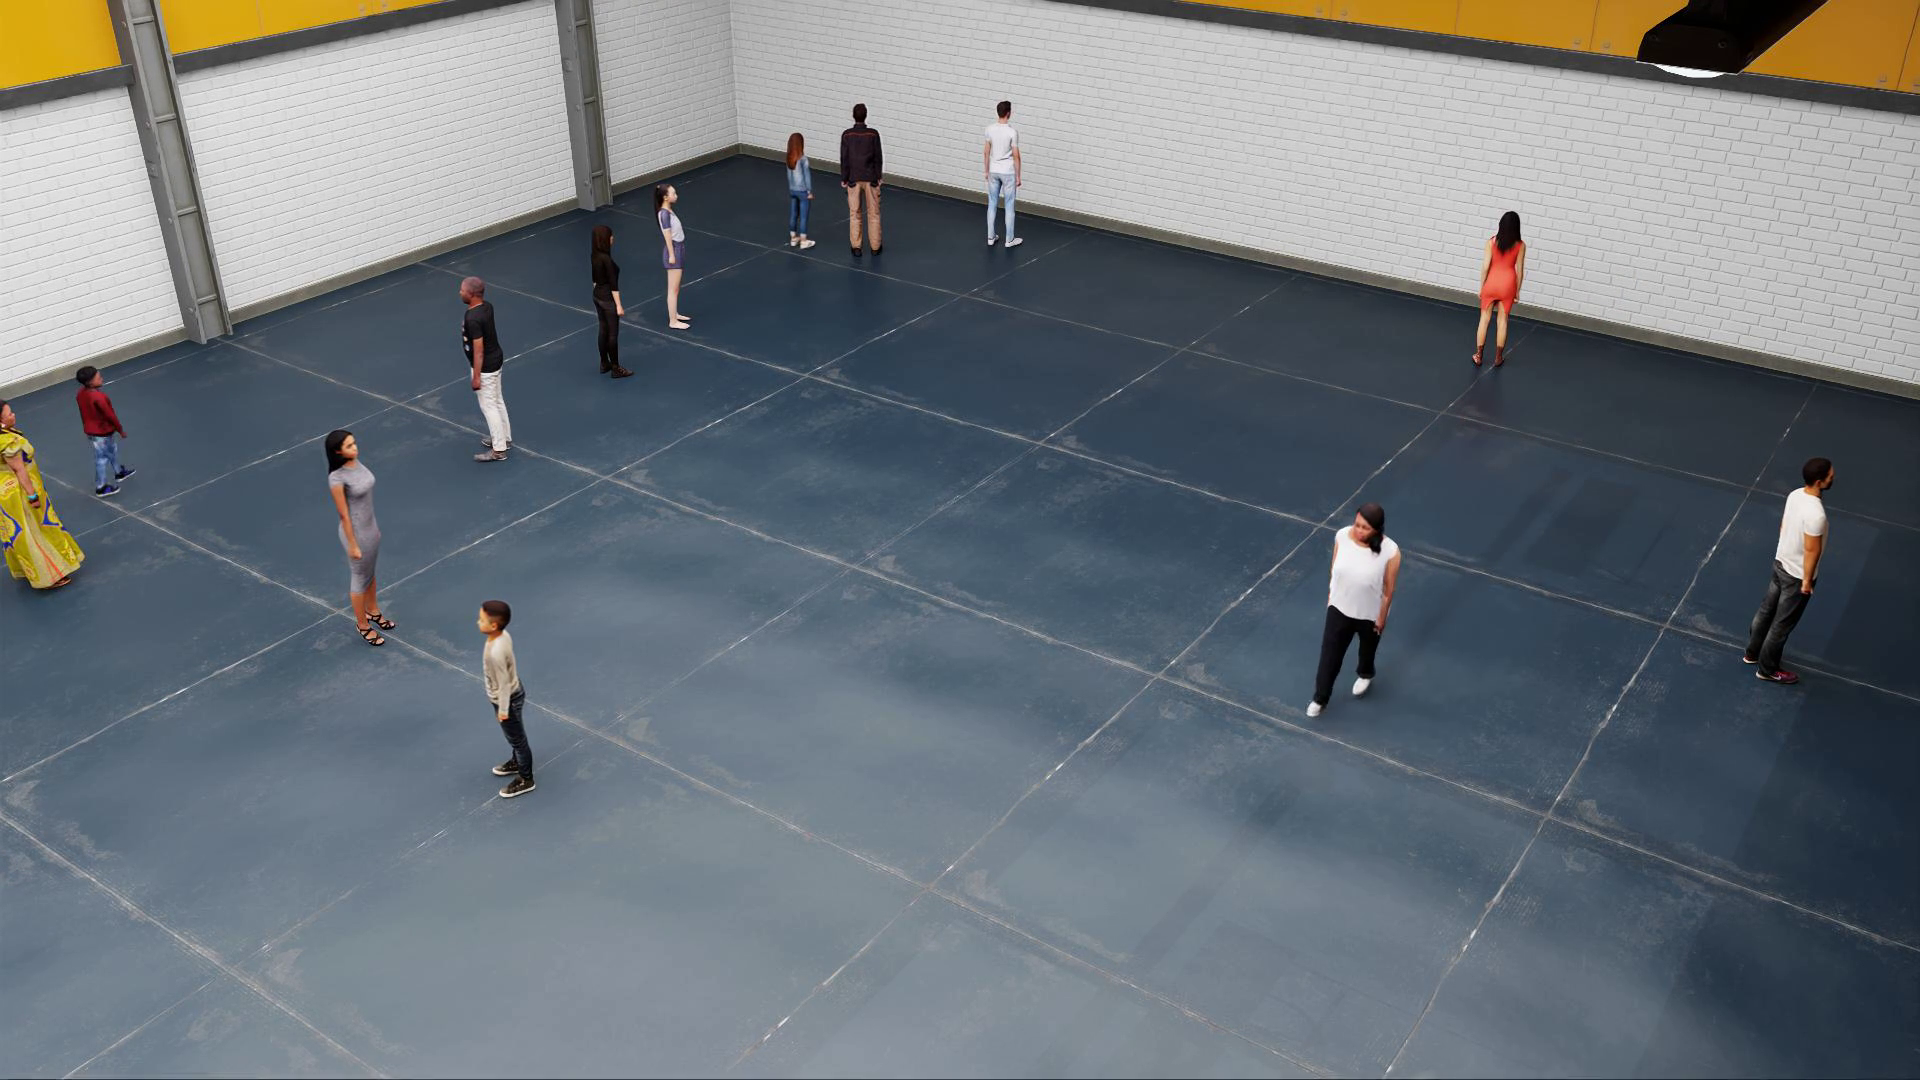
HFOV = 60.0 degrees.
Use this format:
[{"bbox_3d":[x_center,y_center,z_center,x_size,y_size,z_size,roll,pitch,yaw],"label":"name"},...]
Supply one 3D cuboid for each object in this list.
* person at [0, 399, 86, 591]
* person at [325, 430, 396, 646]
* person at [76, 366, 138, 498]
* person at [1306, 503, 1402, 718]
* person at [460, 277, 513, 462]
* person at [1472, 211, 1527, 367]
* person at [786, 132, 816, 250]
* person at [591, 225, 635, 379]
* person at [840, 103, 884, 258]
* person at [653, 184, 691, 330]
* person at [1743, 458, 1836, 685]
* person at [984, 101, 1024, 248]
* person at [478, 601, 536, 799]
[{"bbox_3d":[-7.722,-0.391,13.653,0.887,1.660,0.816,24,37,36],"label":"person"},{"bbox_3d":[-4.659,-0.035,12.874,0.721,1.781,0.605,4,29,7],"label":"person"},{"bbox_3d":[-7.898,-0.970,15.157,0.523,1.237,0.709,17,33,28],"label":"person"},{"bbox_3d":[2.930,0.468,12.093,0.649,1.647,1.051,18,34,30],"label":"person"},{"bbox_3d":[-4.496,-1.637,15.786,0.822,1.805,0.730,0,29,0],"label":"person"},{"bbox_3d":[5.774,-2.690,17.806,0.658,1.719,0.639,7,29,12],"label":"person"},{"bbox_3d":[-2.070,-4.490,21.362,0.579,1.475,0.531,24,37,37],"label":"person"},{"bbox_3d":[-3.743,-2.532,17.599,0.579,1.641,0.637,-23,36,-35],"label":"person"},{"bbox_3d":[-1.235,-4.541,20.986,0.794,1.925,0.827,-2,29,-3],"label":"person"},{"bbox_3d":[-3.275,-3.229,18.867,0.731,1.651,0.661,-3,29,-6],"label":"person"},{"bbox_3d":[6.212,0.205,12.411,0.773,1.804,0.662,1,29,2],"label":"person"},{"bbox_3d":[0.542,-4.705,21.364,0.680,1.851,0.564,15,32,25],"label":"person"},{"bbox_3d":[-3.057,1.043,11.228,0.678,1.465,0.637,-9,30,-16],"label":"person"}]
